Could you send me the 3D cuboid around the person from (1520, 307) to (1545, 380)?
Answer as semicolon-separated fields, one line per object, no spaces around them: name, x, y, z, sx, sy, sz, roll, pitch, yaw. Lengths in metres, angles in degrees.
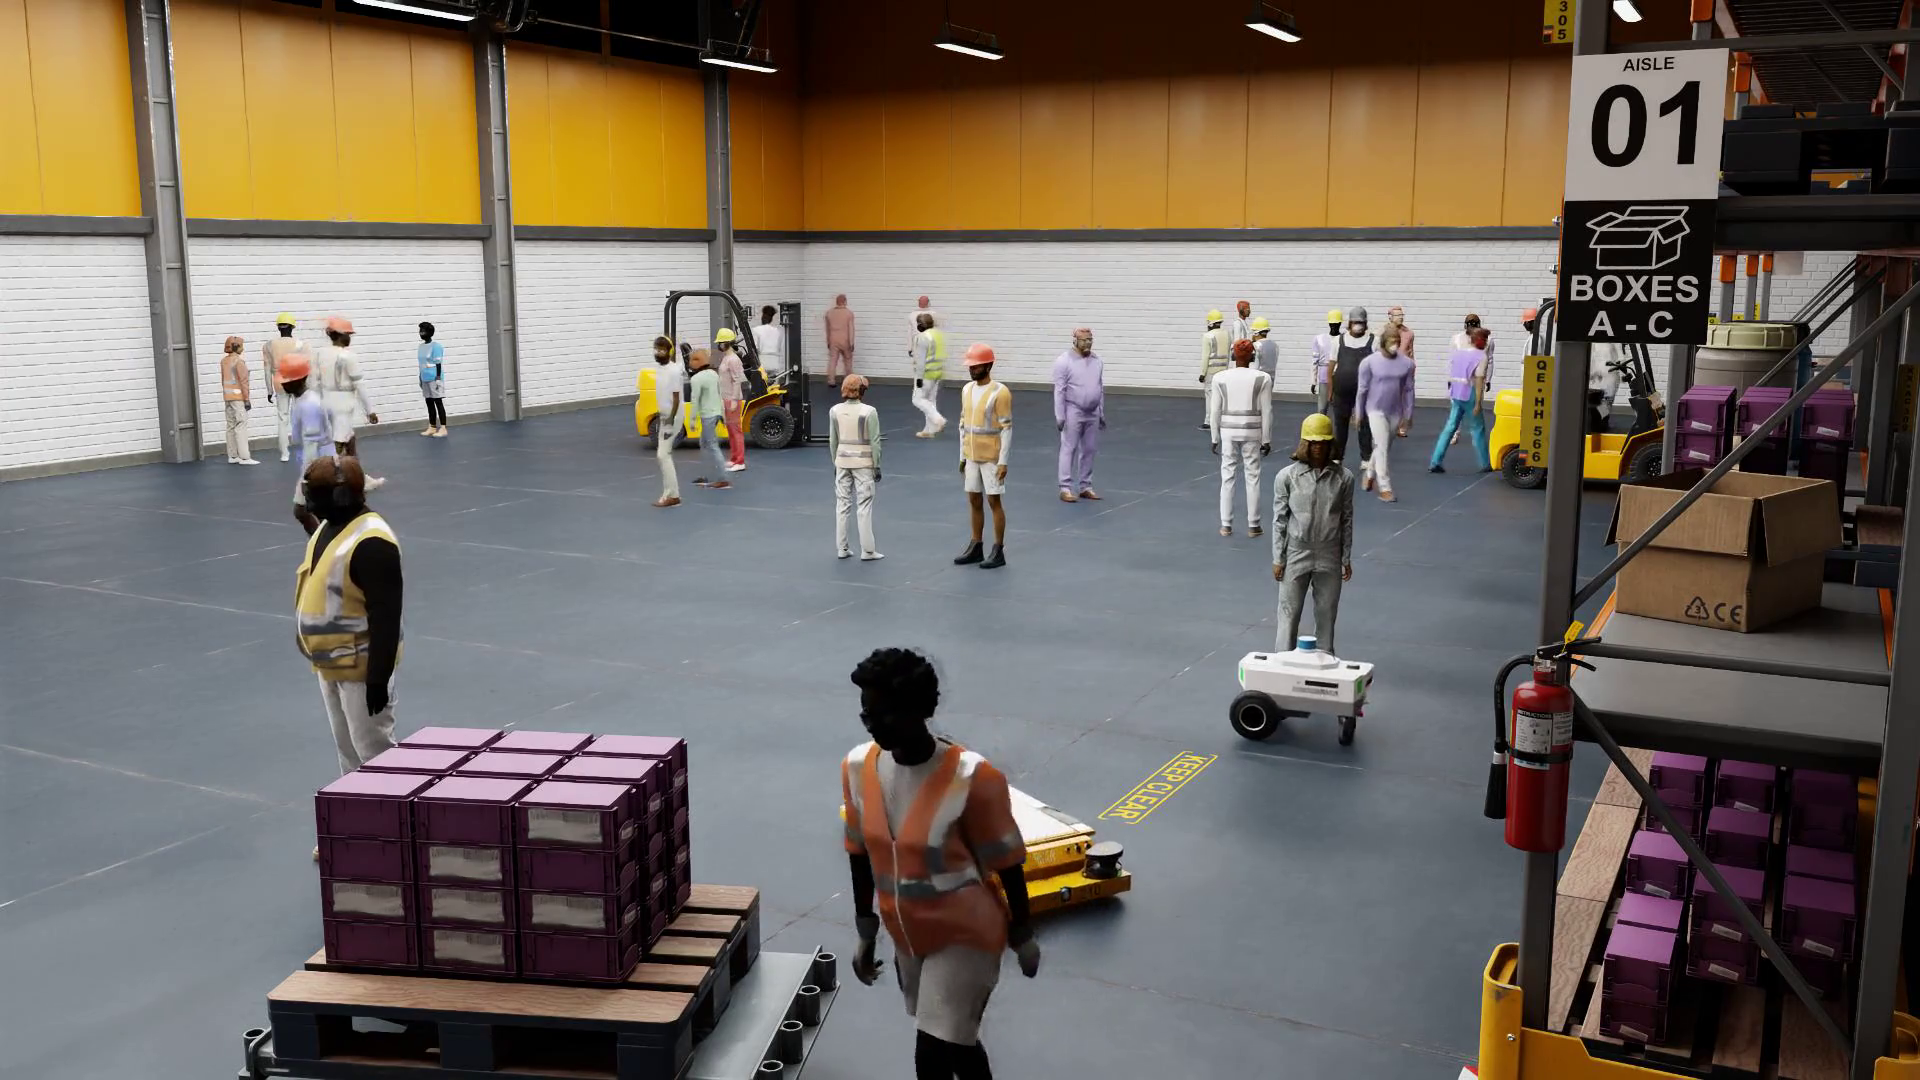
person;7.907;-2.249;23.059;0.361;1.935;0.544;3;10;19

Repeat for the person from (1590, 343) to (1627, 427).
person;9.445;-2.473;24.439;0.844;1.913;0.637;-3;10;-17

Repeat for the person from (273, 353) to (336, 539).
person;-5.216;-0.572;13.462;0.602;1.890;0.559;-6;11;-31

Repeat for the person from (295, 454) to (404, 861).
person;-2.624;0.542;7.175;0.429;1.841;0.635;-8;13;-39

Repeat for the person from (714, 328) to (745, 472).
person;-2.848;-1.723;20.507;0.322;1.765;0.533;-4;10;-21

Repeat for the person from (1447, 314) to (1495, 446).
person;7.124;-2.237;23.258;0.624;1.844;0.429;3;10;19

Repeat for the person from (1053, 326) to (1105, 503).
person;1.317;-1.364;18.019;0.651;1.905;0.403;-6;12;-33

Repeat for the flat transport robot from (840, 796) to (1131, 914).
flat transport robot;0.074;1.295;7.353;0.652;0.197;1.431;-6;11;-30

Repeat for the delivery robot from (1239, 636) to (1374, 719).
delivery robot;1.925;0.780;9.242;0.707;0.478;0.477;4;11;24

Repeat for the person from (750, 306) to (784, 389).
person;-2.944;-2.556;24.940;0.668;1.900;0.852;-6;11;-31

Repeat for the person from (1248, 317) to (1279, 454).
person;4.011;-2.069;22.305;0.403;1.835;0.588;9;13;43

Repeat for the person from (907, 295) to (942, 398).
person;-0.649;-3.545;30.649;0.638;1.908;0.409;1;10;6

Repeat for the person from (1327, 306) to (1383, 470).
person;4.881;-1.883;20.631;0.696;2.000;0.535;3;10;16

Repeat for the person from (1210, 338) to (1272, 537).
person;2.665;-0.967;15.788;0.575;1.882;0.361;3;10;17

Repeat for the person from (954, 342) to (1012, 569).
person;0.182;-0.720;14.205;0.377;1.932;0.552;-10;14;-44

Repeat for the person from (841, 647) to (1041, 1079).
person;-0.030;1.074;4.650;0.527;1.644;0.732;9;13;41

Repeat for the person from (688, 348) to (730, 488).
person;-2.932;-1.389;19.015;0.695;1.593;0.515;4;10;20

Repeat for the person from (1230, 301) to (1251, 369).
person;4.734;-3.091;28.079;0.337;1.882;0.585;3;10;17

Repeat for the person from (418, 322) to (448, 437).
person;-7.737;-2.344;24.328;0.535;1.690;0.320;8;13;38

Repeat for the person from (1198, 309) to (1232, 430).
person;3.850;-2.580;25.255;0.591;1.837;0.403;-8;13;-40

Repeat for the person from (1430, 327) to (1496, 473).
person;6.177;-1.693;20.255;0.962;1.805;0.622;-4;11;-22

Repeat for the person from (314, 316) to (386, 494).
person;-6.651;-1.436;18.166;0.616;1.996;1.005;7;12;36

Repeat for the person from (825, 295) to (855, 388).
person;-2.390;-3.977;33.300;0.659;1.860;0.980;4;10;19

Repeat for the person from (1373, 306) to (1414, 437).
person;6.326;-2.449;24.286;0.643;1.913;0.408;-1;10;-8

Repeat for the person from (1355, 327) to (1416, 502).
person;4.656;-1.409;18.350;0.639;1.897;1.007;-1;10;-8

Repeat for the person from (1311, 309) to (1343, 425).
person;5.100;-2.189;22.729;0.592;1.925;0.385;2;10;9

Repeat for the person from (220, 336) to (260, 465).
person;-9.176;-1.764;21.107;0.513;1.639;0.311;8;12;37

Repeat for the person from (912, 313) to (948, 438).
person;-0.430;-2.376;24.116;0.507;1.822;0.656;4;11;23

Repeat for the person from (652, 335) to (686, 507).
person;-3.098;-1.248;17.586;0.390;1.832;0.522;-7;12;-36

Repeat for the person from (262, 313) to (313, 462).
person;-8.623;-1.953;21.397;0.586;1.917;0.380;-2;10;-12

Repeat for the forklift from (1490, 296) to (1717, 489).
forklift;7.296;-1.677;18.993;2.313;2.155;1.214;5;11;27

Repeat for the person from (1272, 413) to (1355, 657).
person;2.109;0.114;9.931;0.493;1.743;0.295;-1;10;-4

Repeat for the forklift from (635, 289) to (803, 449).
forklift;-3.358;-2.392;23.136;2.313;2.155;1.214;-1;10;-5

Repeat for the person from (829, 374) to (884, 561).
person;-0.911;-0.629;14.545;0.511;1.637;0.307;5;11;28
